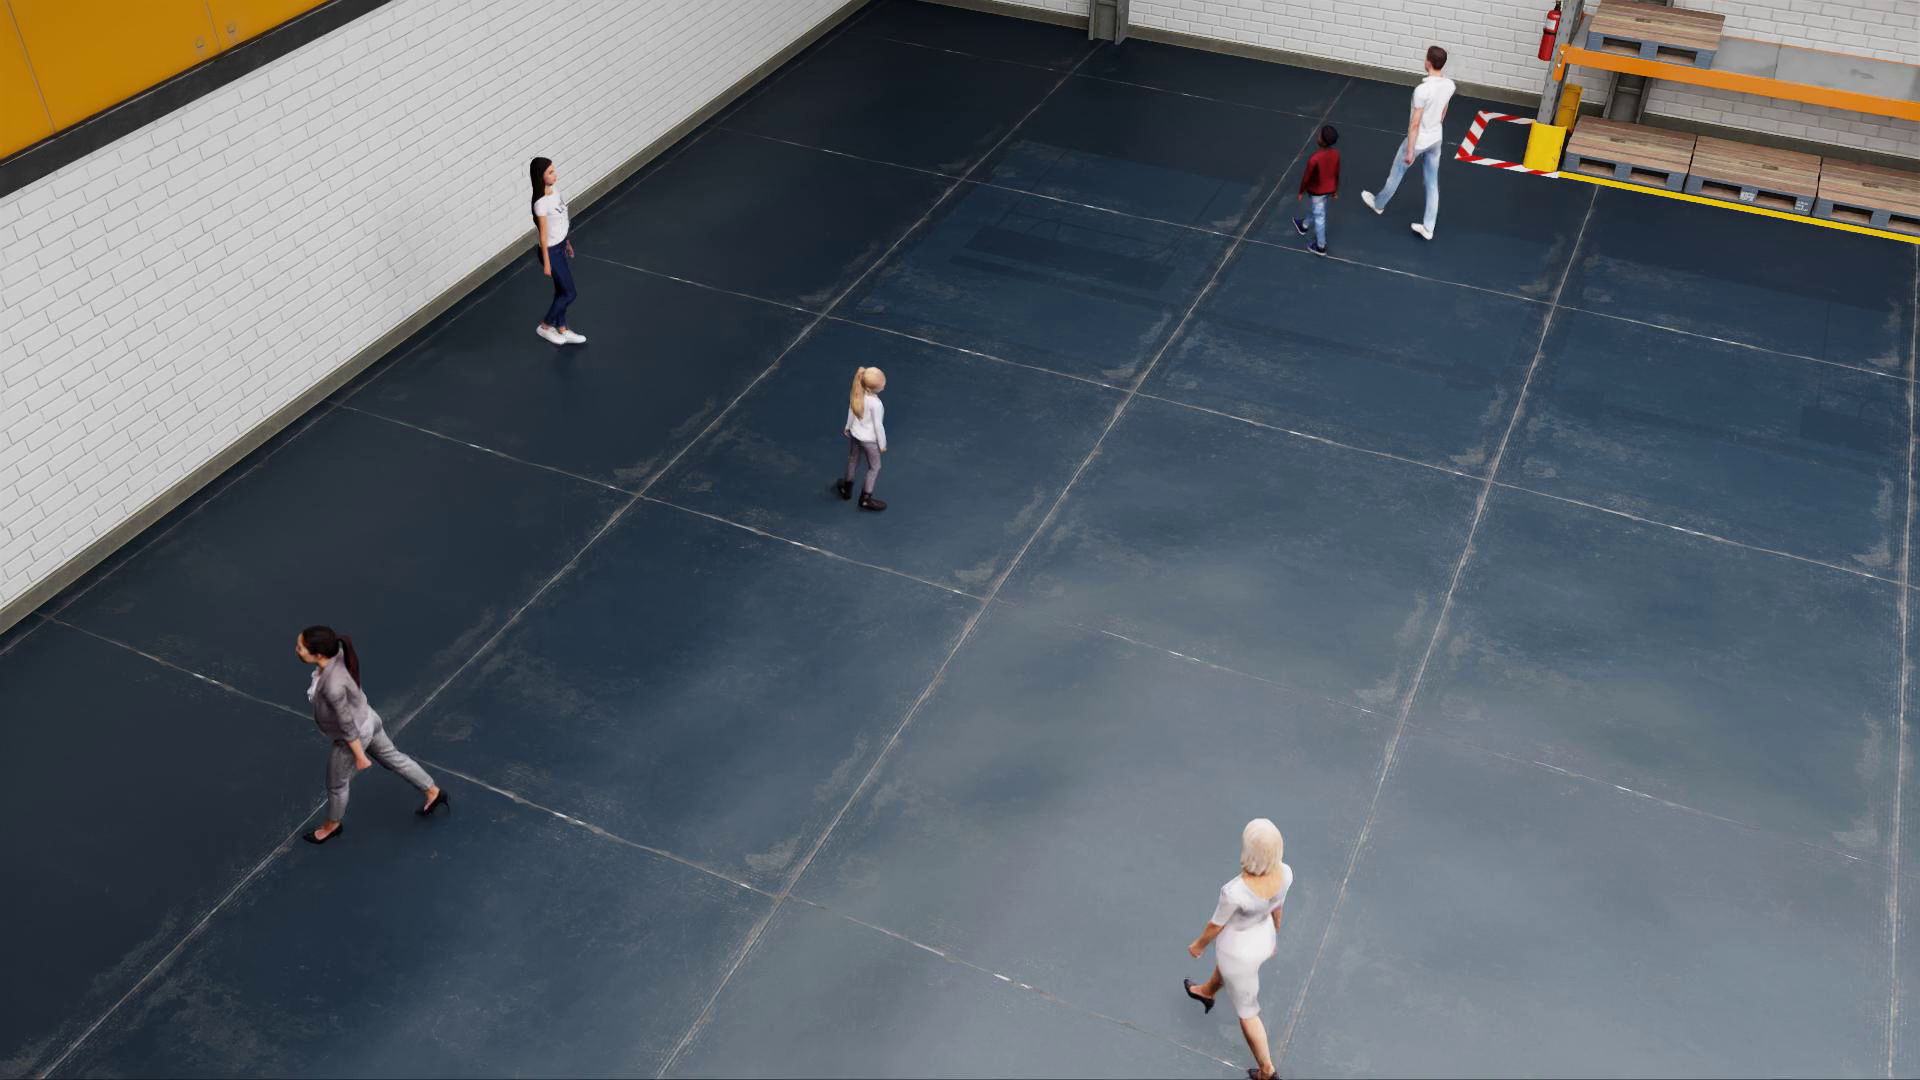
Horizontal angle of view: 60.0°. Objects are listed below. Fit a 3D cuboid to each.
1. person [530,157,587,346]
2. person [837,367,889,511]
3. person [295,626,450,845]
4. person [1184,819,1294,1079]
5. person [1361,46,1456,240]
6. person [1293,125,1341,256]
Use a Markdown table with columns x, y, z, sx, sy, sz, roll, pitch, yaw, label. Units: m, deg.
| x | y | z | sx | sy | sz | roll | pitch | yaw | label |
| --- | --- | --- | --- | --- | --- | --- | --- | --- | --- |
| -3.562 | -2.430 | 14.185 | 0.767 | 1.763 | 0.716 | -2 | 39 | -2 | person |
| -0.757 | -0.784 | 12.530 | 0.608 | 1.257 | 0.778 | 28 | 47 | 31 | person |
| -3.480 | 1.144 | 9.817 | 1.191 | 1.630 | 1.057 | -8 | 39 | -10 | person |
| 1.501 | 2.151 | 8.493 | 0.929 | 1.709 | 1.149 | -24 | 44 | -27 | person |
| 4.449 | -3.707 | 15.749 | 1.092 | 1.807 | 1.235 | -20 | 43 | -23 | person |
| 3.439 | -3.270 | 15.663 | 0.776 | 1.231 | 0.899 | -20 | 43 | -23 | person |
